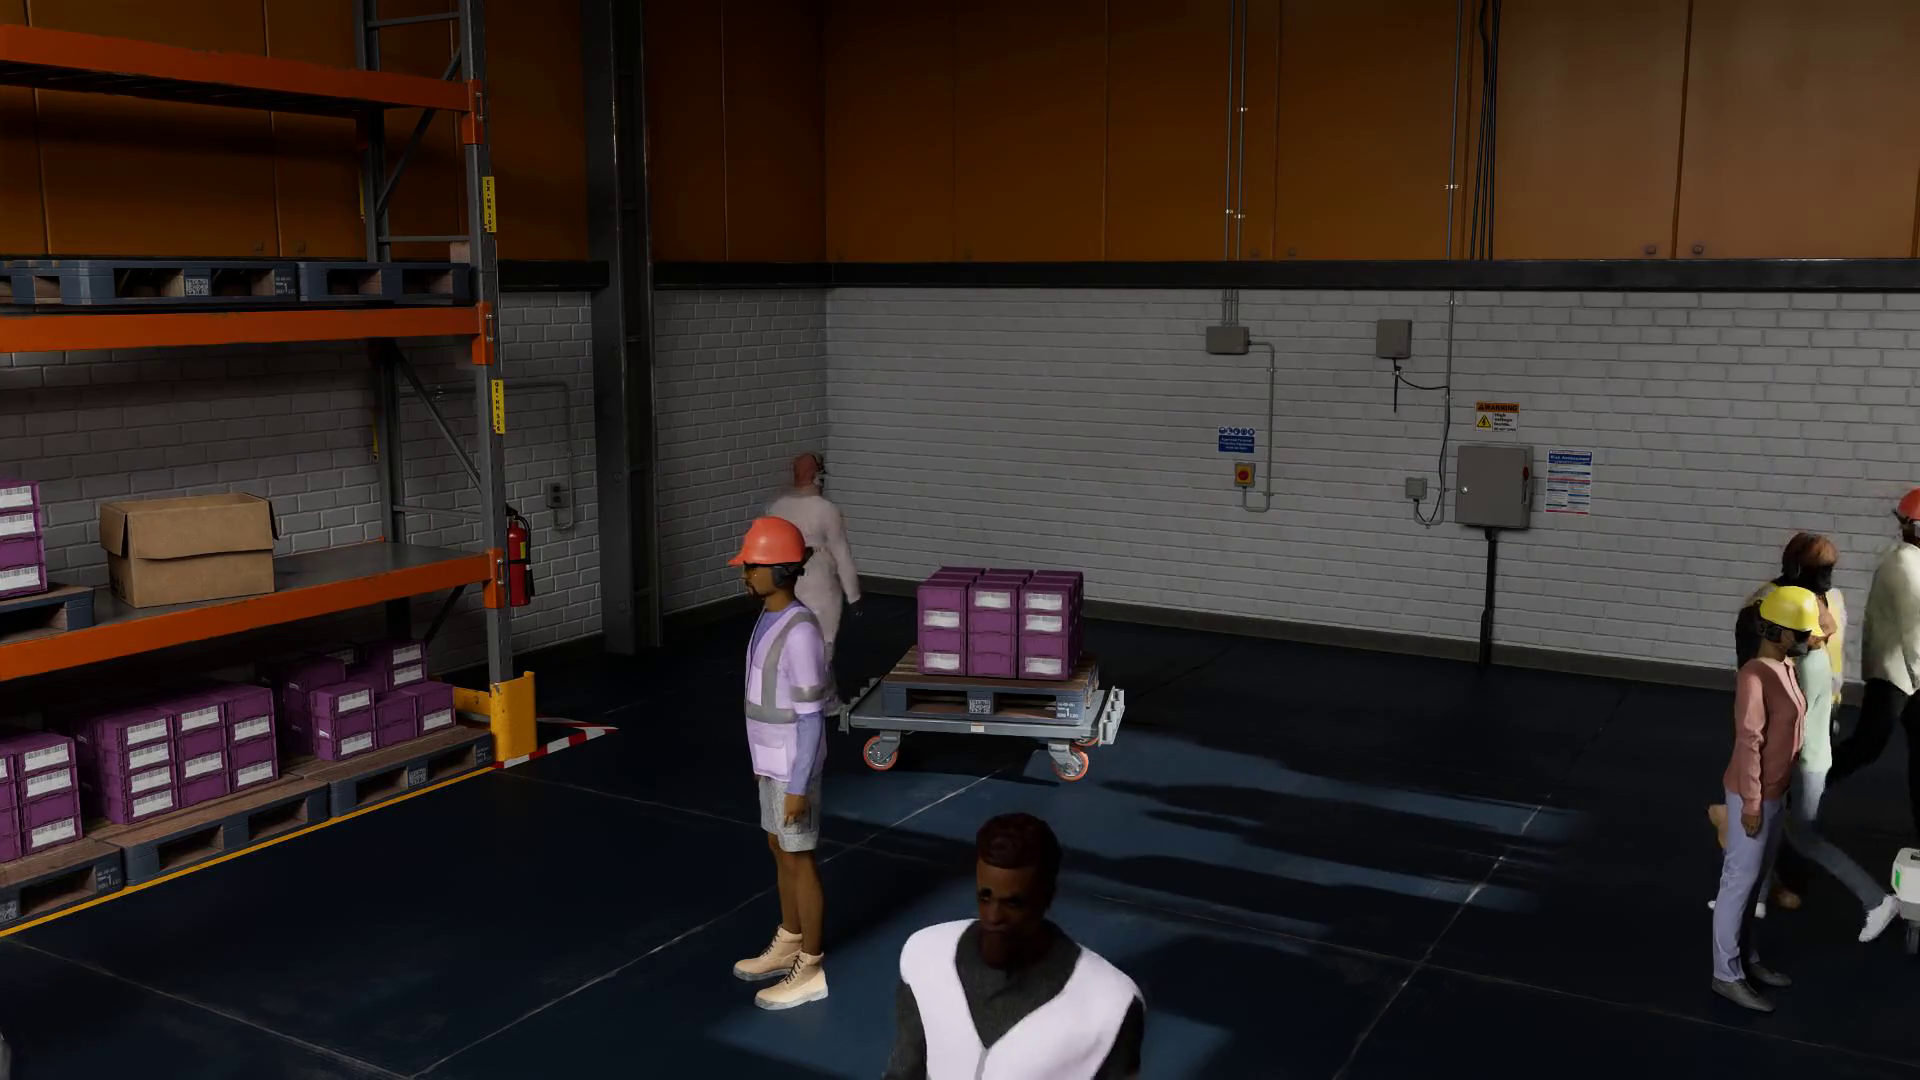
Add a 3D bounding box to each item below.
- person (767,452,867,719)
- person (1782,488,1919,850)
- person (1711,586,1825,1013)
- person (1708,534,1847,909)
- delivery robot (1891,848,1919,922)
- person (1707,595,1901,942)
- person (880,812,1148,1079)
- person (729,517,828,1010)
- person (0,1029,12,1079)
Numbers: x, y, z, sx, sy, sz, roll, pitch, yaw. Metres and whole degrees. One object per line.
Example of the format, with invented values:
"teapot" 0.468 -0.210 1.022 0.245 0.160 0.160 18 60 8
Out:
"person" -0.983 0.346 10.996 0.644 1.867 0.893 8 12 42
"person" 4.802 0.683 8.676 0.977 1.959 0.624 6 11 32
"person" 3.362 1.054 6.922 0.324 1.760 0.523 7 12 39
"person" 3.933 0.843 8.106 0.673 1.814 0.671 -5 10 -28
"delivery robot" 4.497 1.547 7.300 0.707 0.478 0.477 6 11 35
"person" 3.901 1.022 7.598 0.726 1.601 0.496 4 10 24
"person" 0.130 1.498 3.814 0.594 1.875 1.001 5 11 31
"person" -0.749 0.915 6.897 0.383 2.045 0.605 -3 10 -20
"person" -2.193 1.569 3.412 0.536 1.844 0.652 6 11 32
